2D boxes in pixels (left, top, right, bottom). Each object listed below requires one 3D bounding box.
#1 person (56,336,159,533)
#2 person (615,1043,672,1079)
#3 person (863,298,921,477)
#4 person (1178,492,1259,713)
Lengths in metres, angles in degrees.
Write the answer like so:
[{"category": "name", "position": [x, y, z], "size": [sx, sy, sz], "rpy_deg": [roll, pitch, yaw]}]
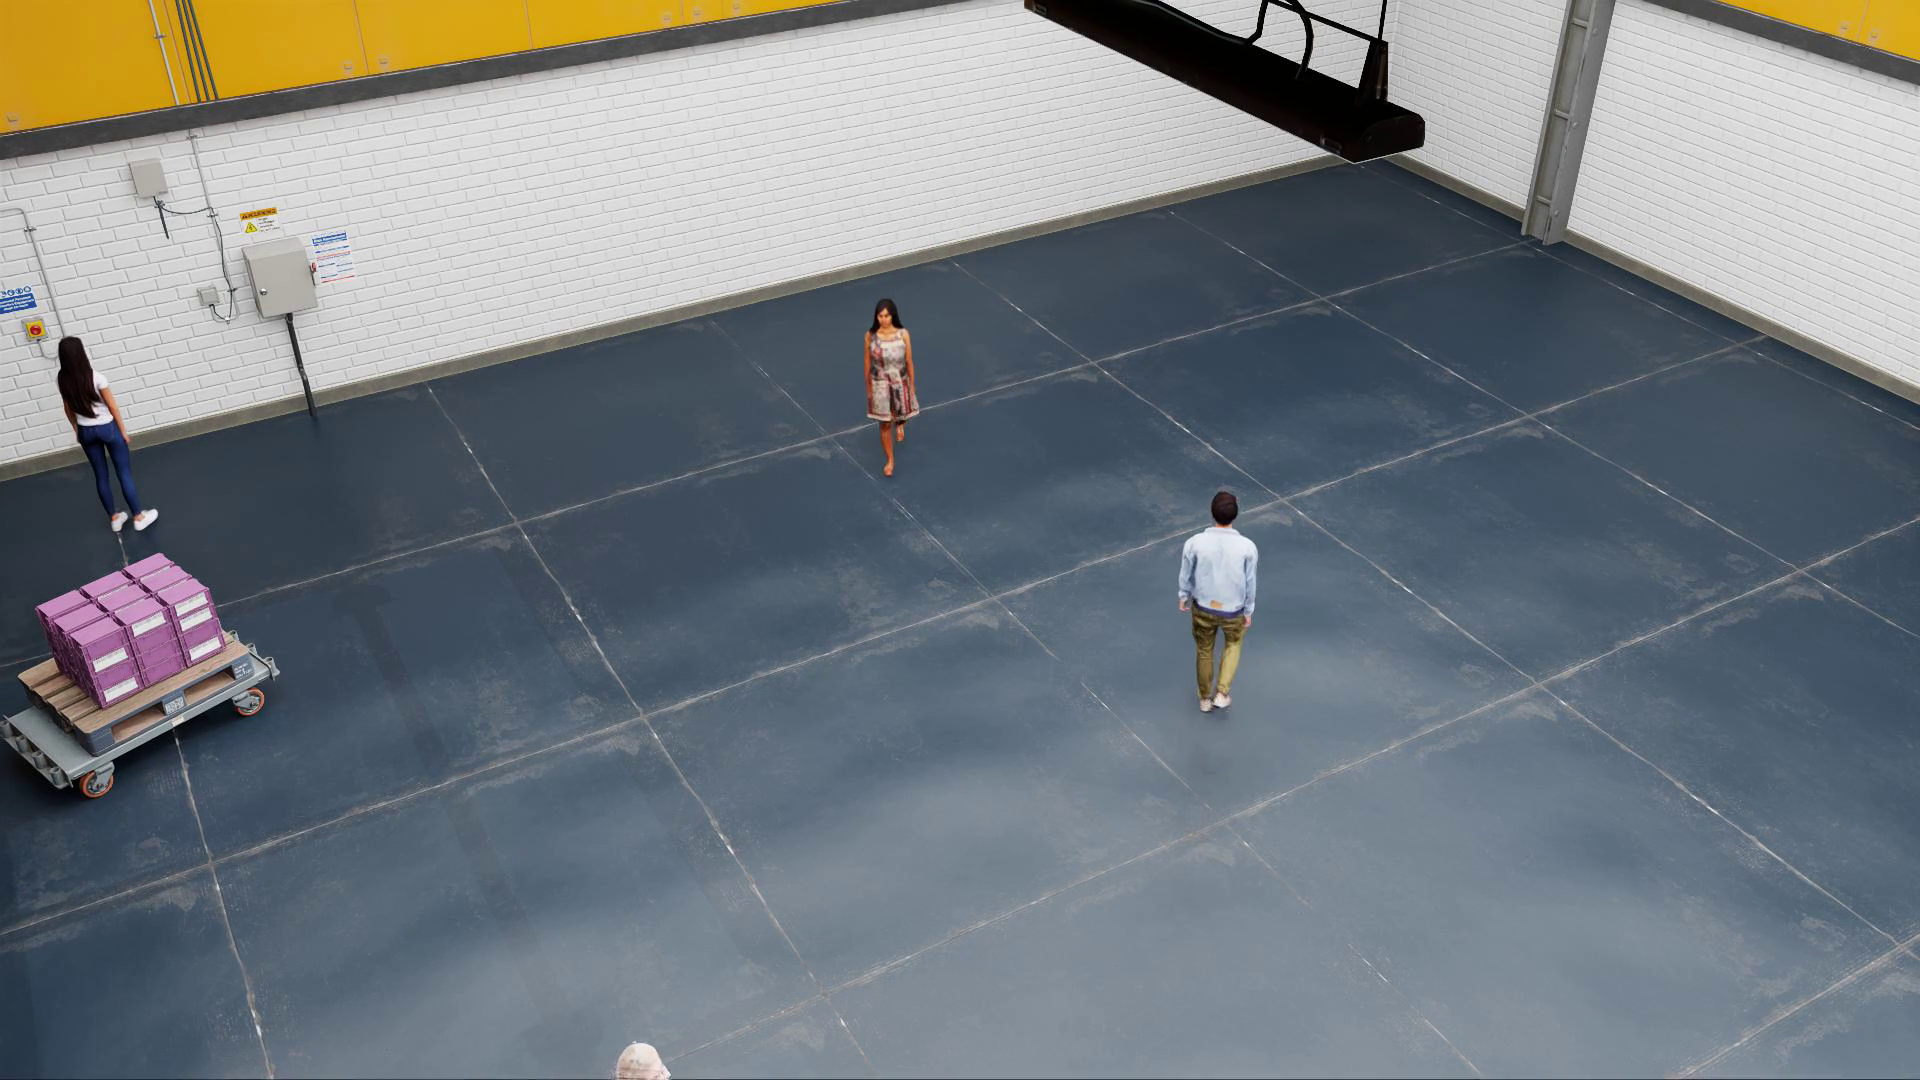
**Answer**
[{"category": "person", "position": [-7.137, -0.870, 13.803], "size": [0.673, 1.774, 0.686], "rpy_deg": [1, 34, 2]}, {"category": "person", "position": [-1.473, 3.020, 7.920], "size": [0.773, 1.808, 0.686], "rpy_deg": [5, 34, 8]}, {"category": "person", "position": [-0.613, -1.411, 14.747], "size": [0.893, 1.630, 1.019], "rpy_deg": [0, 34, 0]}, {"category": "person", "position": [1.815, 0.505, 11.708], "size": [0.818, 1.803, 0.867], "rpy_deg": [7, 34, 10]}]
